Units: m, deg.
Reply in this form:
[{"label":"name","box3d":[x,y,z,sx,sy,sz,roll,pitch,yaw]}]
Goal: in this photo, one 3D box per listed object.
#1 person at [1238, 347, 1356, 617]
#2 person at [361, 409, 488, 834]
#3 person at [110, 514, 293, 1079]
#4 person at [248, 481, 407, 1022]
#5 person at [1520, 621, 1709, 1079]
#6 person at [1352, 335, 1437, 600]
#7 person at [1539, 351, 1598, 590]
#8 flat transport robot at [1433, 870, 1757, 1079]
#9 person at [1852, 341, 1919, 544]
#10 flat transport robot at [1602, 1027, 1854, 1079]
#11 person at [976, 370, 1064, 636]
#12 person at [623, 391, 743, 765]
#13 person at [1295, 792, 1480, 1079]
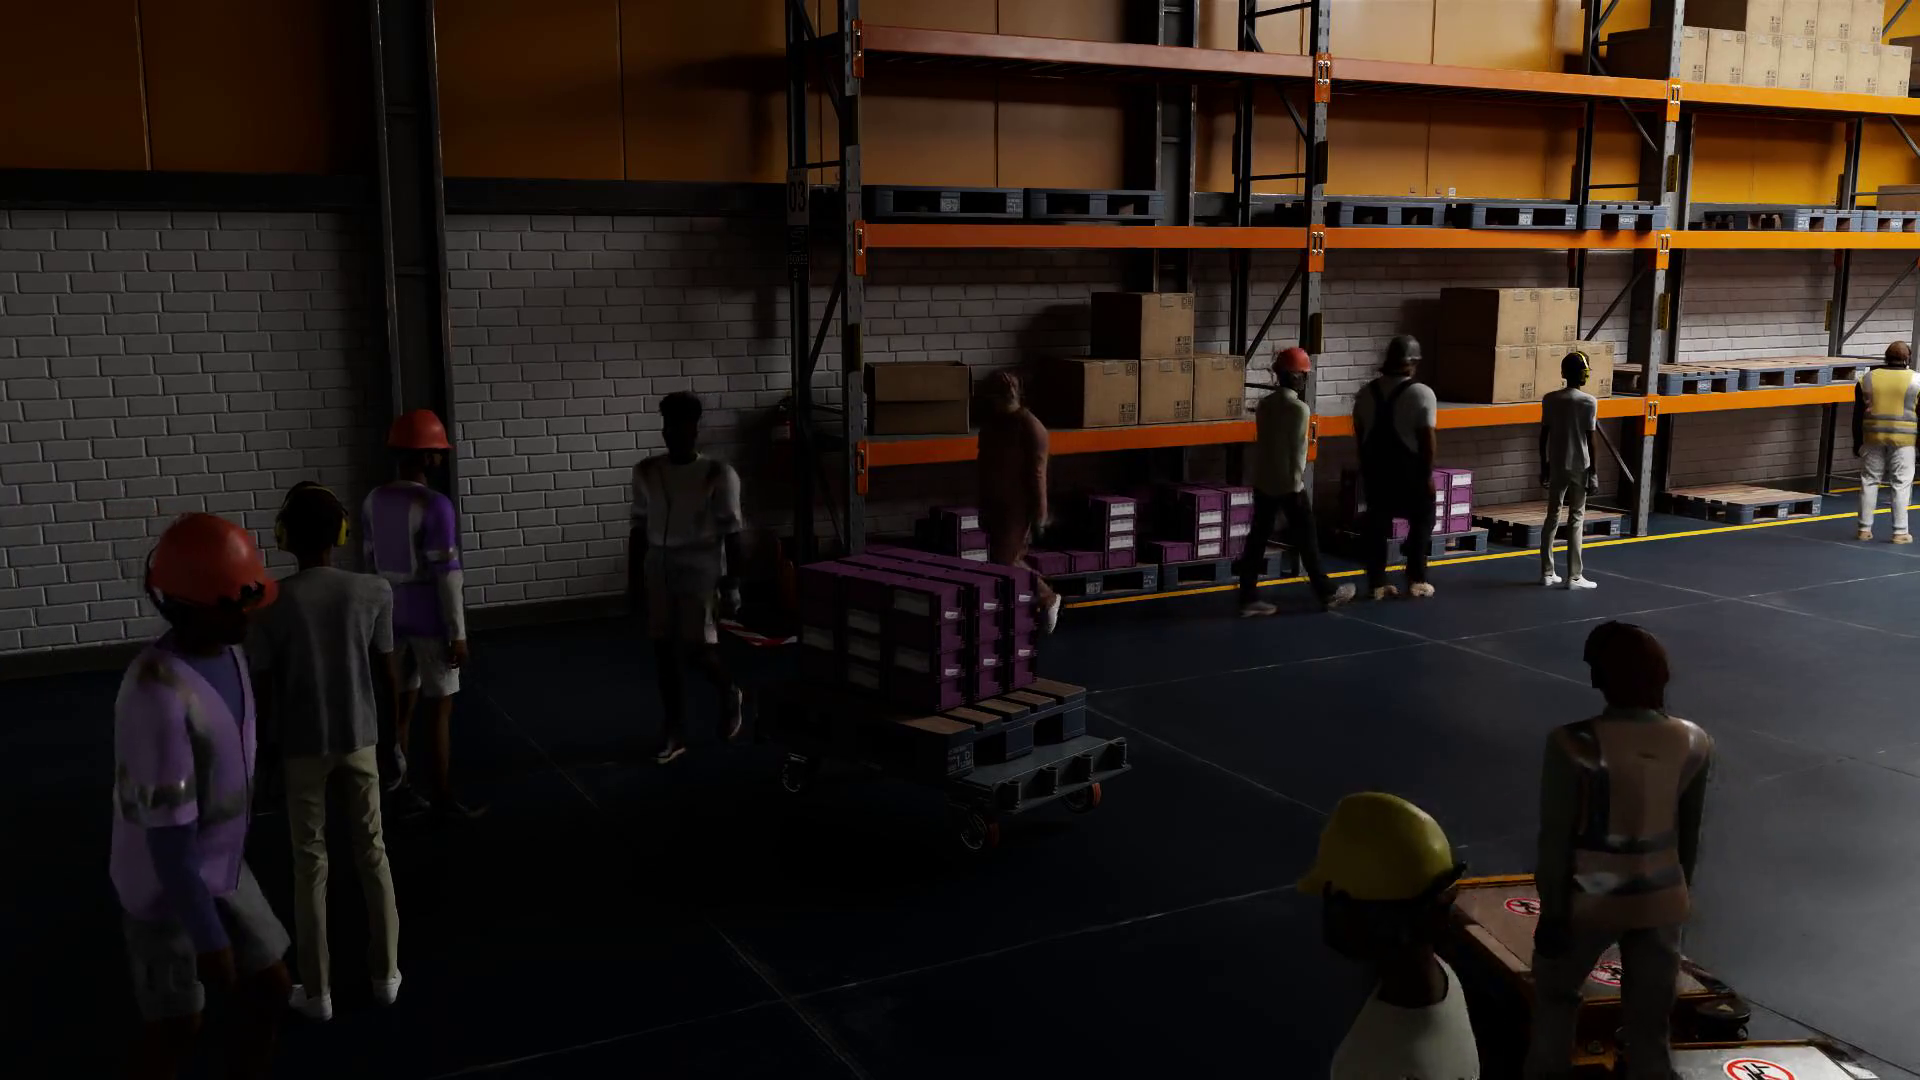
[{"label":"person","box3d":[2.445,-0.419,12.104,0.981,1.946,0.652,-4,11,-24]},{"label":"person","box3d":[-2.453,0.368,7.628,0.551,1.932,0.378,6,11,30]},{"label":"person","box3d":[-2.035,0.901,4.404,0.651,1.985,0.644,0,10,-2]},{"label":"person","box3d":[-2.186,0.725,5.749,0.513,1.877,0.328,-6,12,-32]},{"label":"person","box3d":[1.834,1.021,4.784,0.534,1.614,0.676,-1,10,-8]},{"label":"person","box3d":[3.373,-0.557,12.648,0.682,2.000,0.705,-10,14,-44]},{"label":"person","box3d":[4.792,-0.544,13.068,0.329,1.872,0.511,-7,12,-36]},{"label":"flat transport robot","box3d":[2.137,1.489,5.963,0.652,0.197,1.431,-1,10,-9]},{"label":"person","box3d":[8.463,-0.887,15.127,0.634,1.839,0.429,9,13,41]},{"label":"flat transport robot","box3d":[2.392,1.732,4.563,0.652,0.197,1.431,-1,10,-3]},{"label":"person","box3d":[0.379,-0.203,11.129,0.849,1.878,0.661,-6,12,-33]},{"label":"person","box3d":[-1.414,0.184,8.672,0.640,1.945,0.515,4,11,23]},{"label":"person","box3d":[0.731,1.293,2.847,0.396,1.749,0.531,1,10,8]}]
